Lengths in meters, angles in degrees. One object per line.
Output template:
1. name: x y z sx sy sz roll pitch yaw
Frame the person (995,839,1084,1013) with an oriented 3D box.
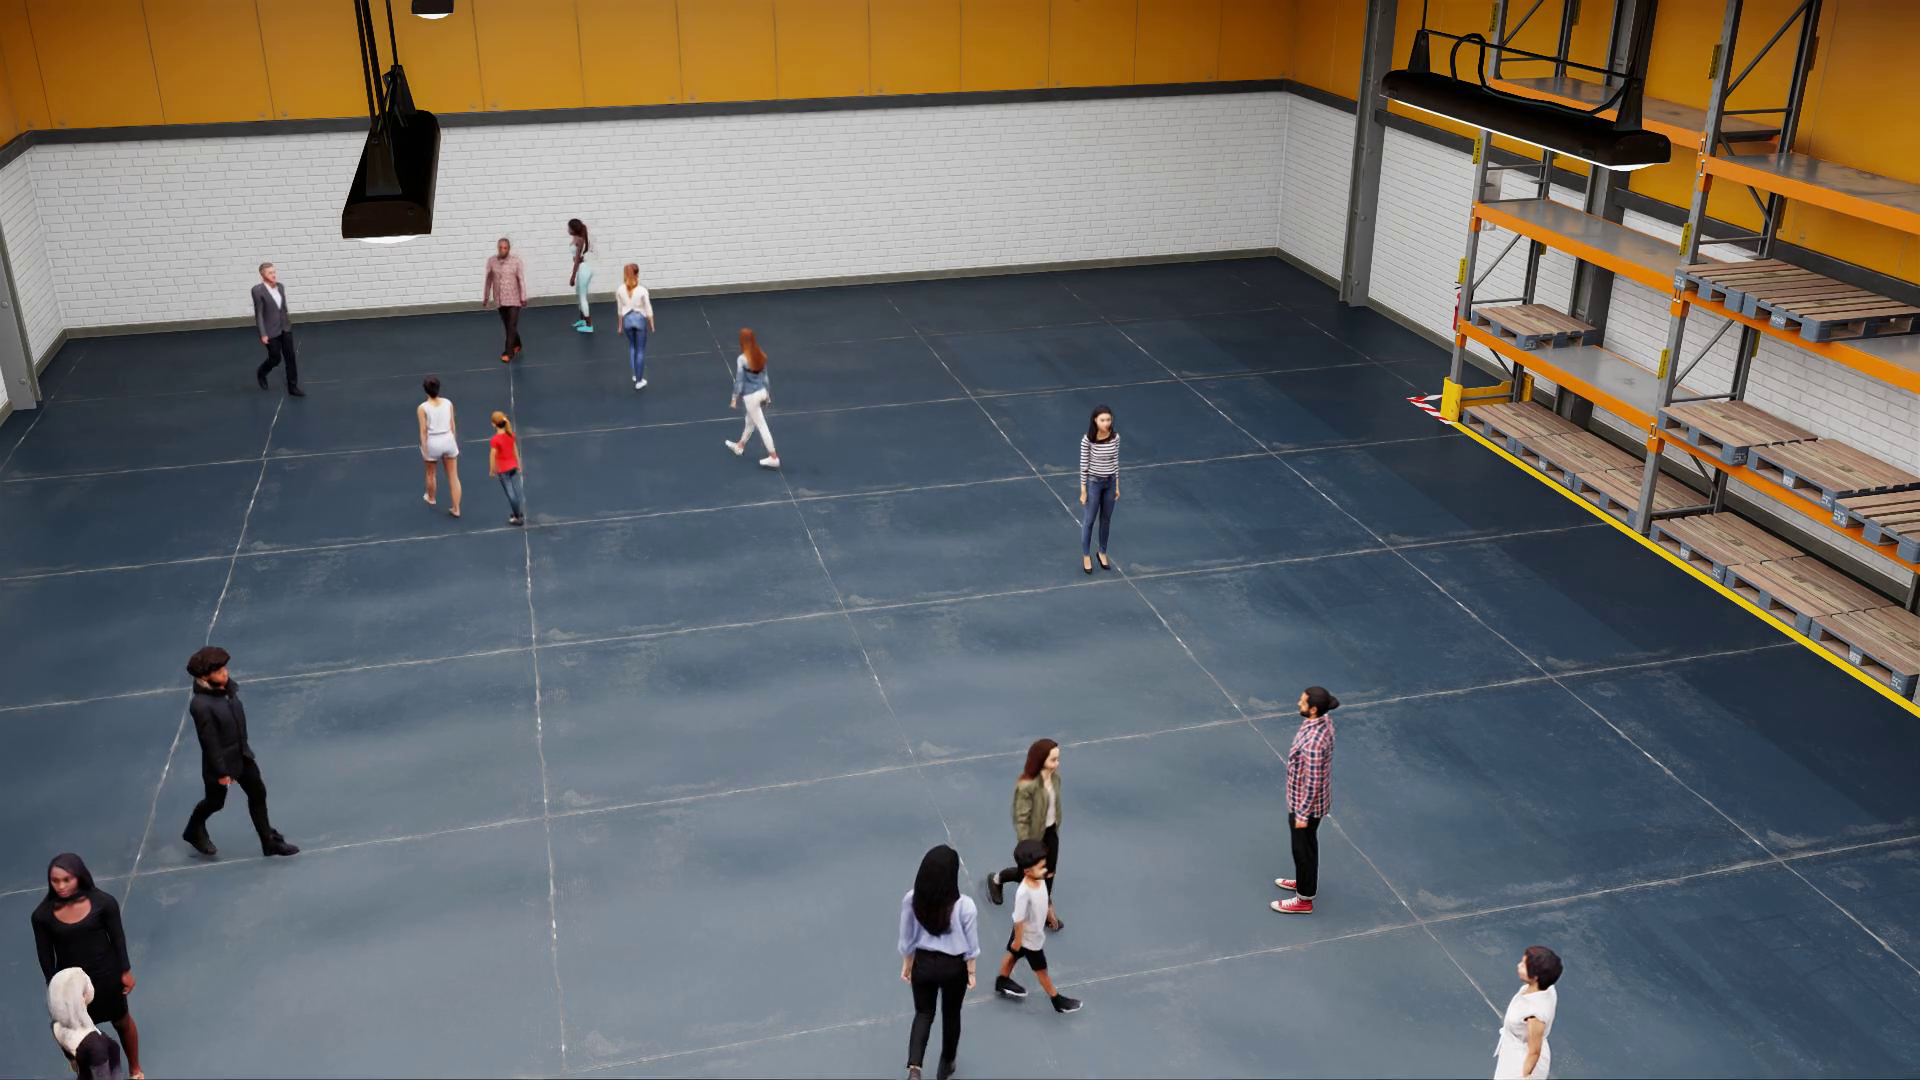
1. person: 0.395 2.489 10.813 0.867 1.224 0.852 10 25 21

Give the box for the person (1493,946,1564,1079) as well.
1. person: 3.183 2.941 9.365 0.706 1.555 0.626 9 25 21

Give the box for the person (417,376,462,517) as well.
1. person: -5.713 -1.008 18.361 0.764 1.585 0.971 -16 28 -32

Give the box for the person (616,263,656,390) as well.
1. person: -4.419 -2.869 22.466 0.744 1.707 0.775 5 24 11

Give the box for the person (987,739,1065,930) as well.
1. person: 0.490 2.025 11.571 0.816 1.467 0.952 -18 30 -36

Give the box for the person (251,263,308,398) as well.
1. person: -9.167 -2.799 22.161 1.100 1.824 1.053 11 26 24

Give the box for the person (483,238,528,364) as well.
1. person: -6.419 -3.427 23.685 1.027 1.755 1.291 4 24 10

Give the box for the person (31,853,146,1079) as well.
1. person: -5.179 2.610 9.915 0.635 1.721 0.527 -9 25 -20

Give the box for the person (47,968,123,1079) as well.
1. person: -4.600 3.093 8.735 1.113 1.782 1.189 13 27 27

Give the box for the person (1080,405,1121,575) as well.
1. person: 1.425 -0.526 16.996 0.610 1.797 0.520 -10 25 -21

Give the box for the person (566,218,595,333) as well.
1. person: -5.652 -3.974 24.992 0.695 1.709 0.540 -5 24 -12

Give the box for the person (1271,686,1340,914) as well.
1. person: 2.441 1.808 11.699 0.845 1.761 0.709 6 24 14

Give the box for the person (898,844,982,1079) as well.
1. person: -0.142 2.628 9.870 0.912 1.725 1.058 6 24 13

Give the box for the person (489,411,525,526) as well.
1. person: -4.898 -0.763 18.157 0.640 1.301 0.579 13 27 28

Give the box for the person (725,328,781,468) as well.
1. person: -2.365 -1.649 19.743 1.132 1.654 1.087 12 27 26

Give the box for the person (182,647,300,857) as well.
1. person: -5.473 1.589 12.215 0.994 1.749 1.145 5 24 10
